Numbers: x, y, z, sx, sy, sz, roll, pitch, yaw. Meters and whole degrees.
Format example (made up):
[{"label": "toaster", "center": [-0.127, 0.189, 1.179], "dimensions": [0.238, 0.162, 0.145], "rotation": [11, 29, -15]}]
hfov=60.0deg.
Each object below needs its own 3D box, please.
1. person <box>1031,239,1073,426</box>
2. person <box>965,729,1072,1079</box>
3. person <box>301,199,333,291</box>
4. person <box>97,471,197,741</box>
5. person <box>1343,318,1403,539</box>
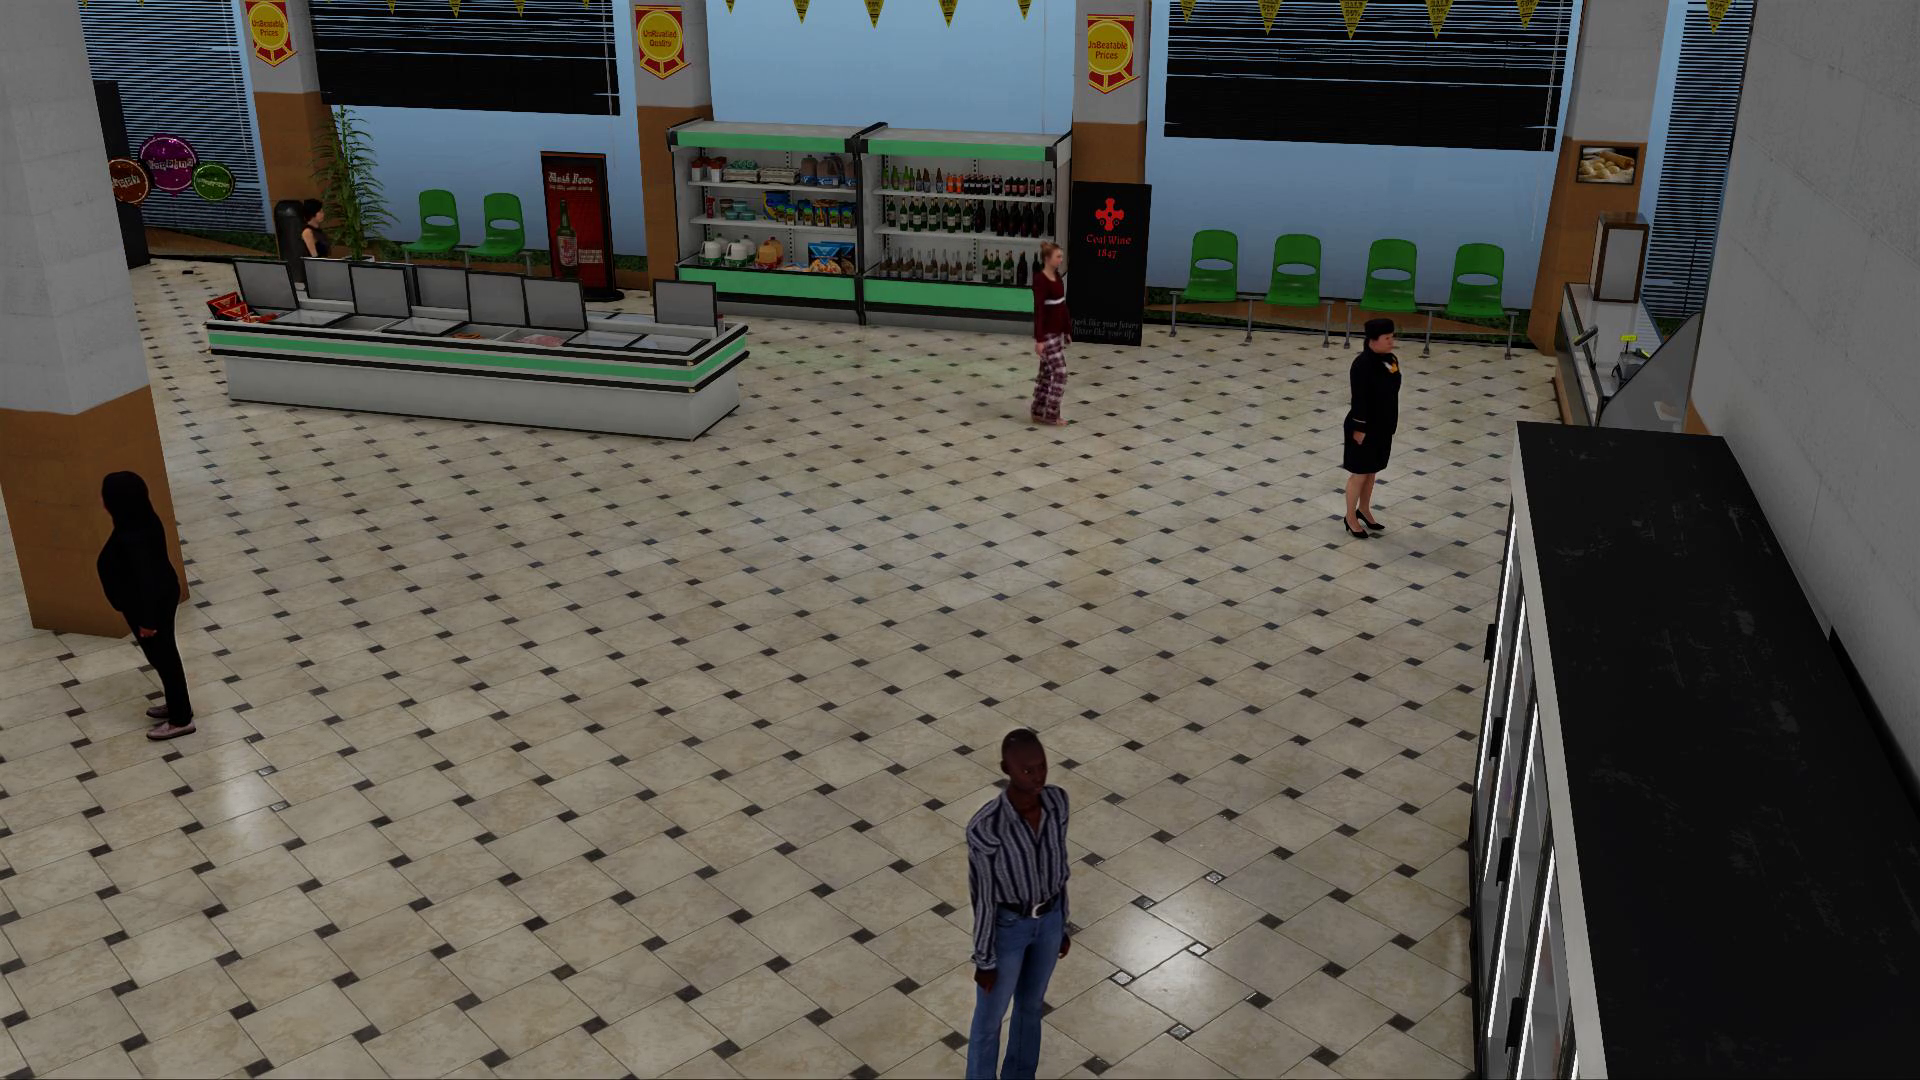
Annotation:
[{"label": "person", "center": [0.735, -1.869, 15.044], "dimensions": [0.673, 1.691, 0.687], "rotation": [9, 24, 22]}, {"label": "person", "center": [0.222, 1.530, 6.445], "dimensions": [0.719, 1.794, 0.744], "rotation": [-17, 27, -36]}, {"label": "person", "center": [-6.783, -2.730, 17.354], "dimensions": [1.058, 1.567, 0.721], "rotation": [1, 22, 1]}, {"label": "person", "center": [-4.667, 0.361, 9.592], "dimensions": [0.813, 1.616, 0.770], "rotation": [-9, 24, -21]}, {"label": "person", "center": [3.090, -0.852, 12.539], "dimensions": [0.798, 1.671, 0.796], "rotation": [19, 29, 39]}]
